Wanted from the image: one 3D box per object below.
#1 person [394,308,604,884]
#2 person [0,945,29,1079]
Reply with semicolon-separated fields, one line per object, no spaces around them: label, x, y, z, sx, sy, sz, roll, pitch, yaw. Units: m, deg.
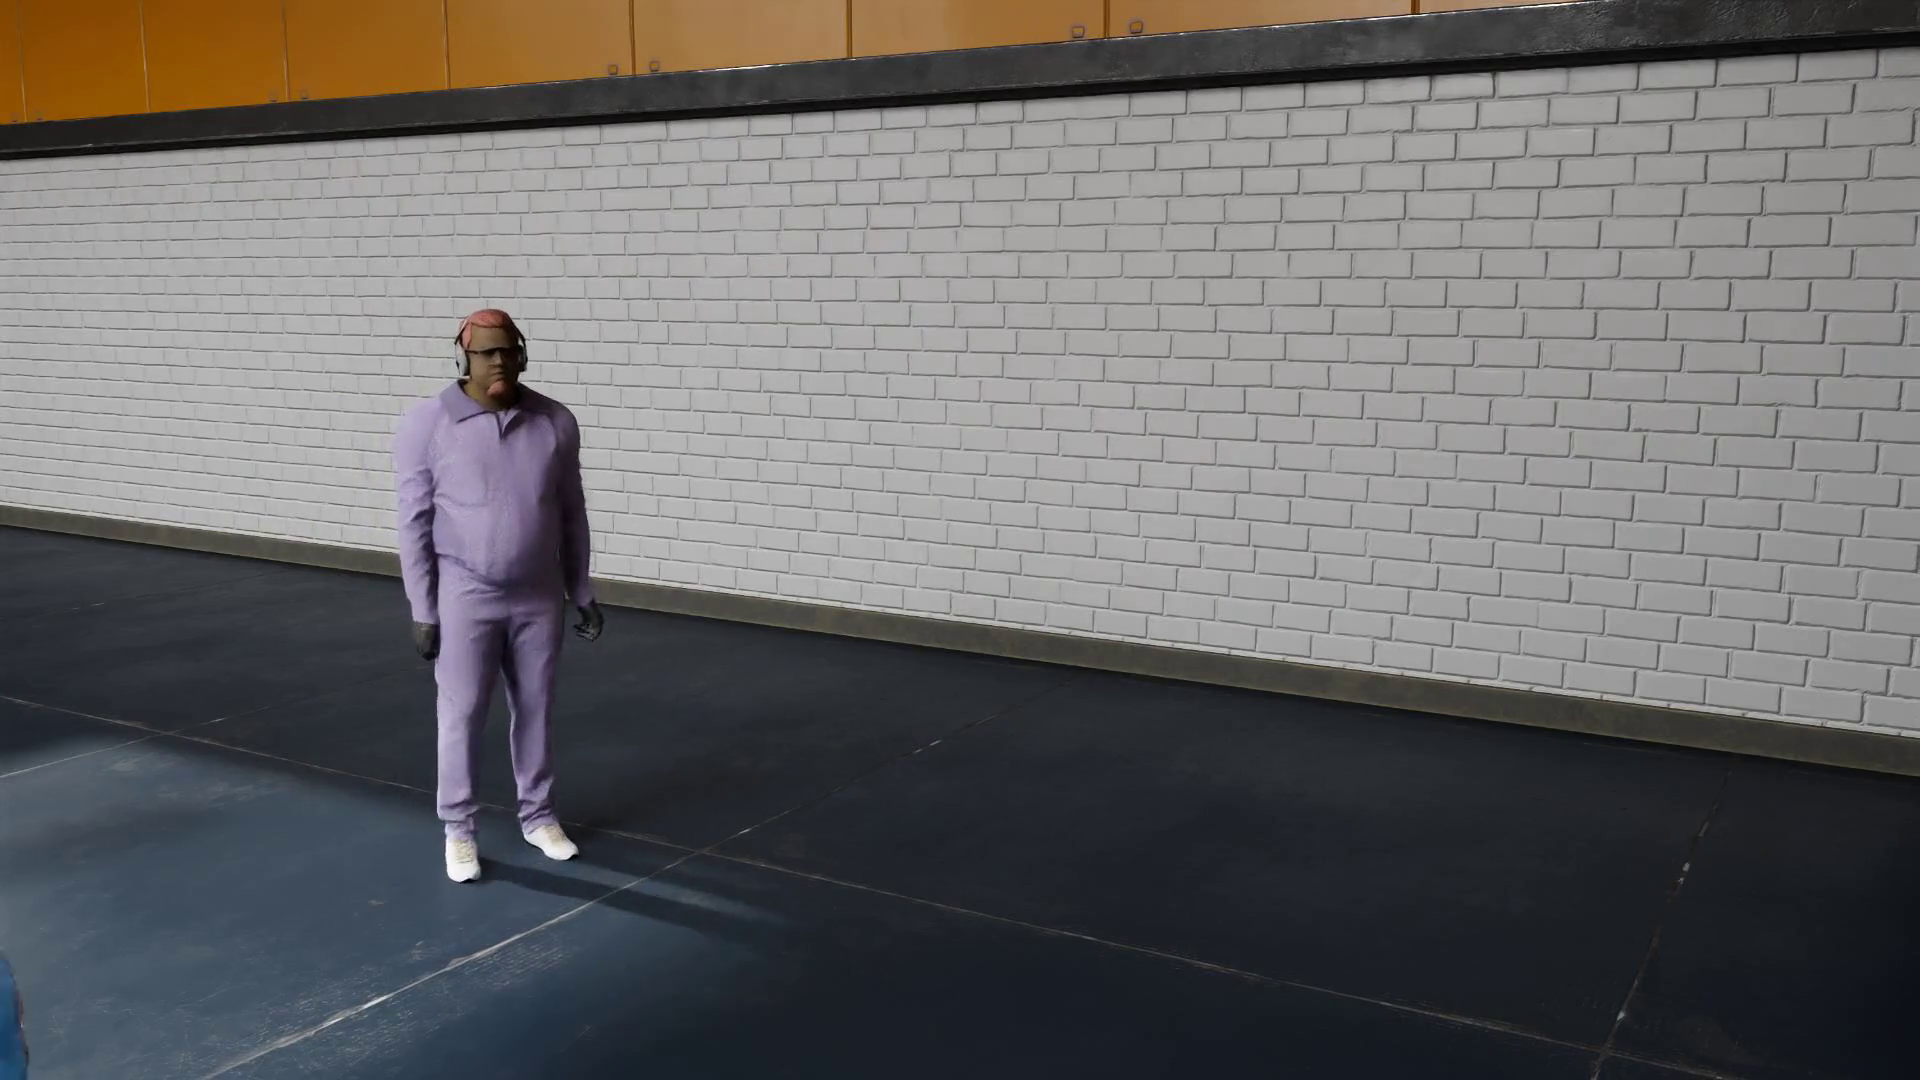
person;-1.554;0.177;5.638;0.644;1.908;0.405;-6;11;-35
person;-1.173;0.886;1.892;0.565;1.675;0.506;6;11;31
